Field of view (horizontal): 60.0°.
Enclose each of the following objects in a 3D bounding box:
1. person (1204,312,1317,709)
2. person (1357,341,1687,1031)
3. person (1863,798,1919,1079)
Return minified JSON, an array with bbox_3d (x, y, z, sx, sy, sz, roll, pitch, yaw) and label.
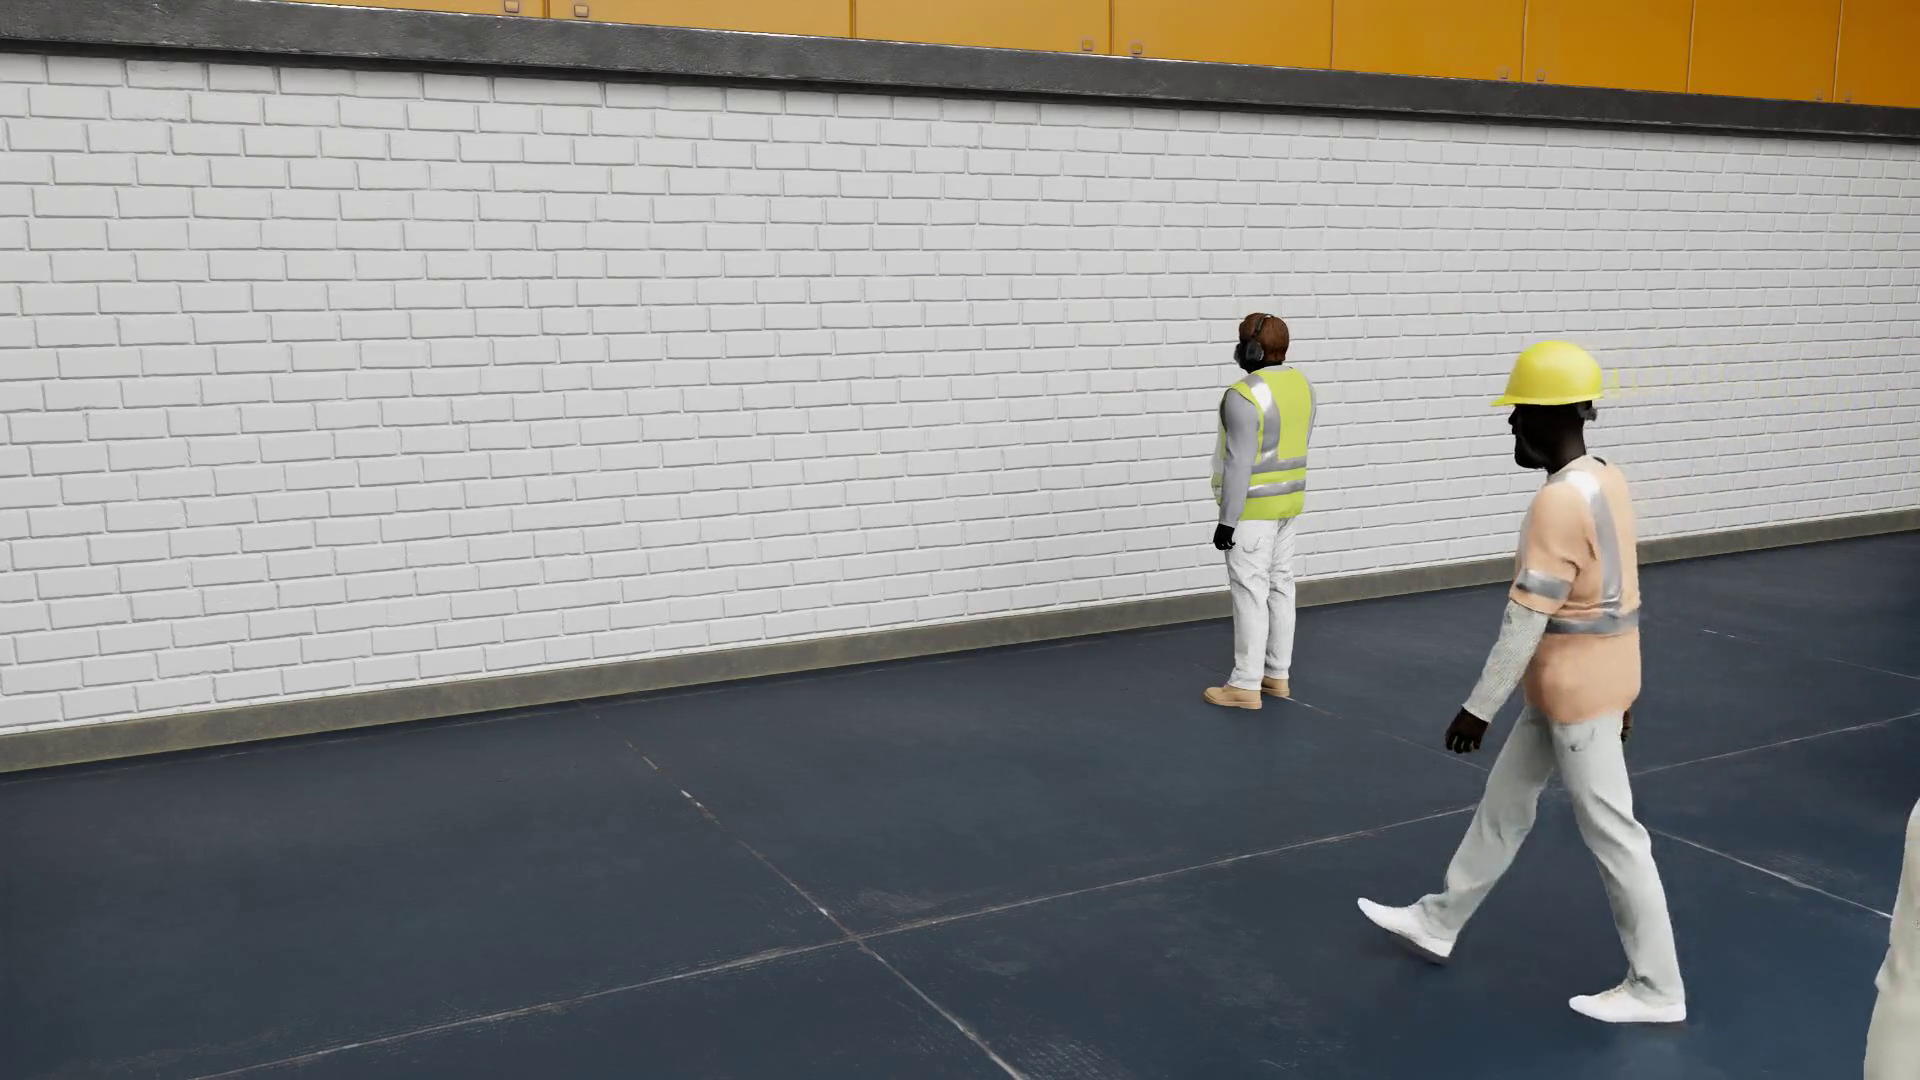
[{"bbox_3d":[1.390,-0.136,7.794,0.429,1.846,0.625,9,13,40],"label":"person"},{"bbox_3d":[1.602,0.396,4.641,0.991,1.874,0.595,5,11,24],"label":"person"},{"bbox_3d":[1.533,0.875,2.288,0.533,1.741,0.427,5,11,29],"label":"person"}]
